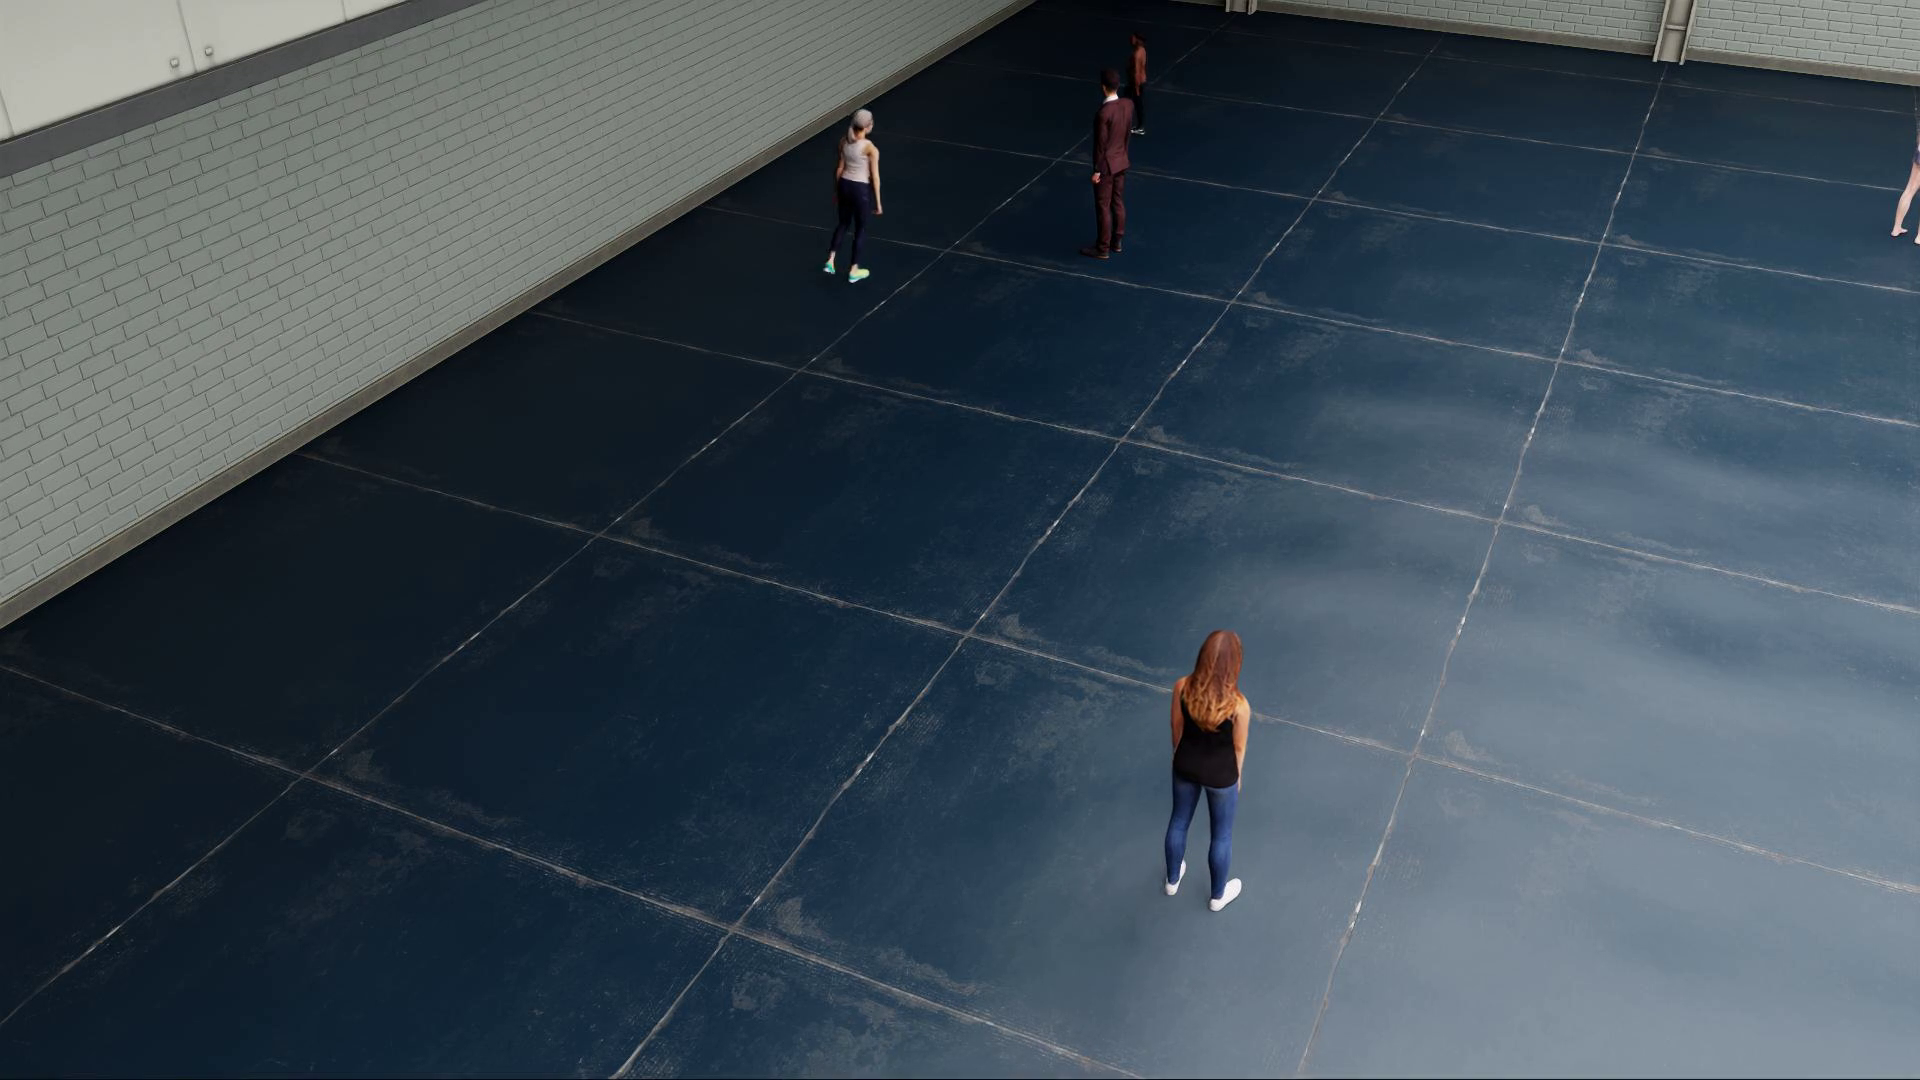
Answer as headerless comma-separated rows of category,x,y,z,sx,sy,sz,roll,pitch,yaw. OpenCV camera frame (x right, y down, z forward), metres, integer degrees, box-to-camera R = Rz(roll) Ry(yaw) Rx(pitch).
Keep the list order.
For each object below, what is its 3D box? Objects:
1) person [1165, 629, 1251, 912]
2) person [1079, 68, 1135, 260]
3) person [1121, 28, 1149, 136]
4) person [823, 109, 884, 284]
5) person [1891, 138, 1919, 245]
person,1.285,1.204,8.692,0.490,1.722,0.679,18,37,26
person,1.479,-3.695,16.326,0.710,1.863,0.748,26,40,34
person,2.137,-5.390,19.594,0.573,1.243,0.533,13,34,19
person,-1.026,-3.245,15.782,0.732,1.683,0.764,12,34,18
person,9.777,-3.861,16.680,0.734,1.768,0.656,-18,36,-26
